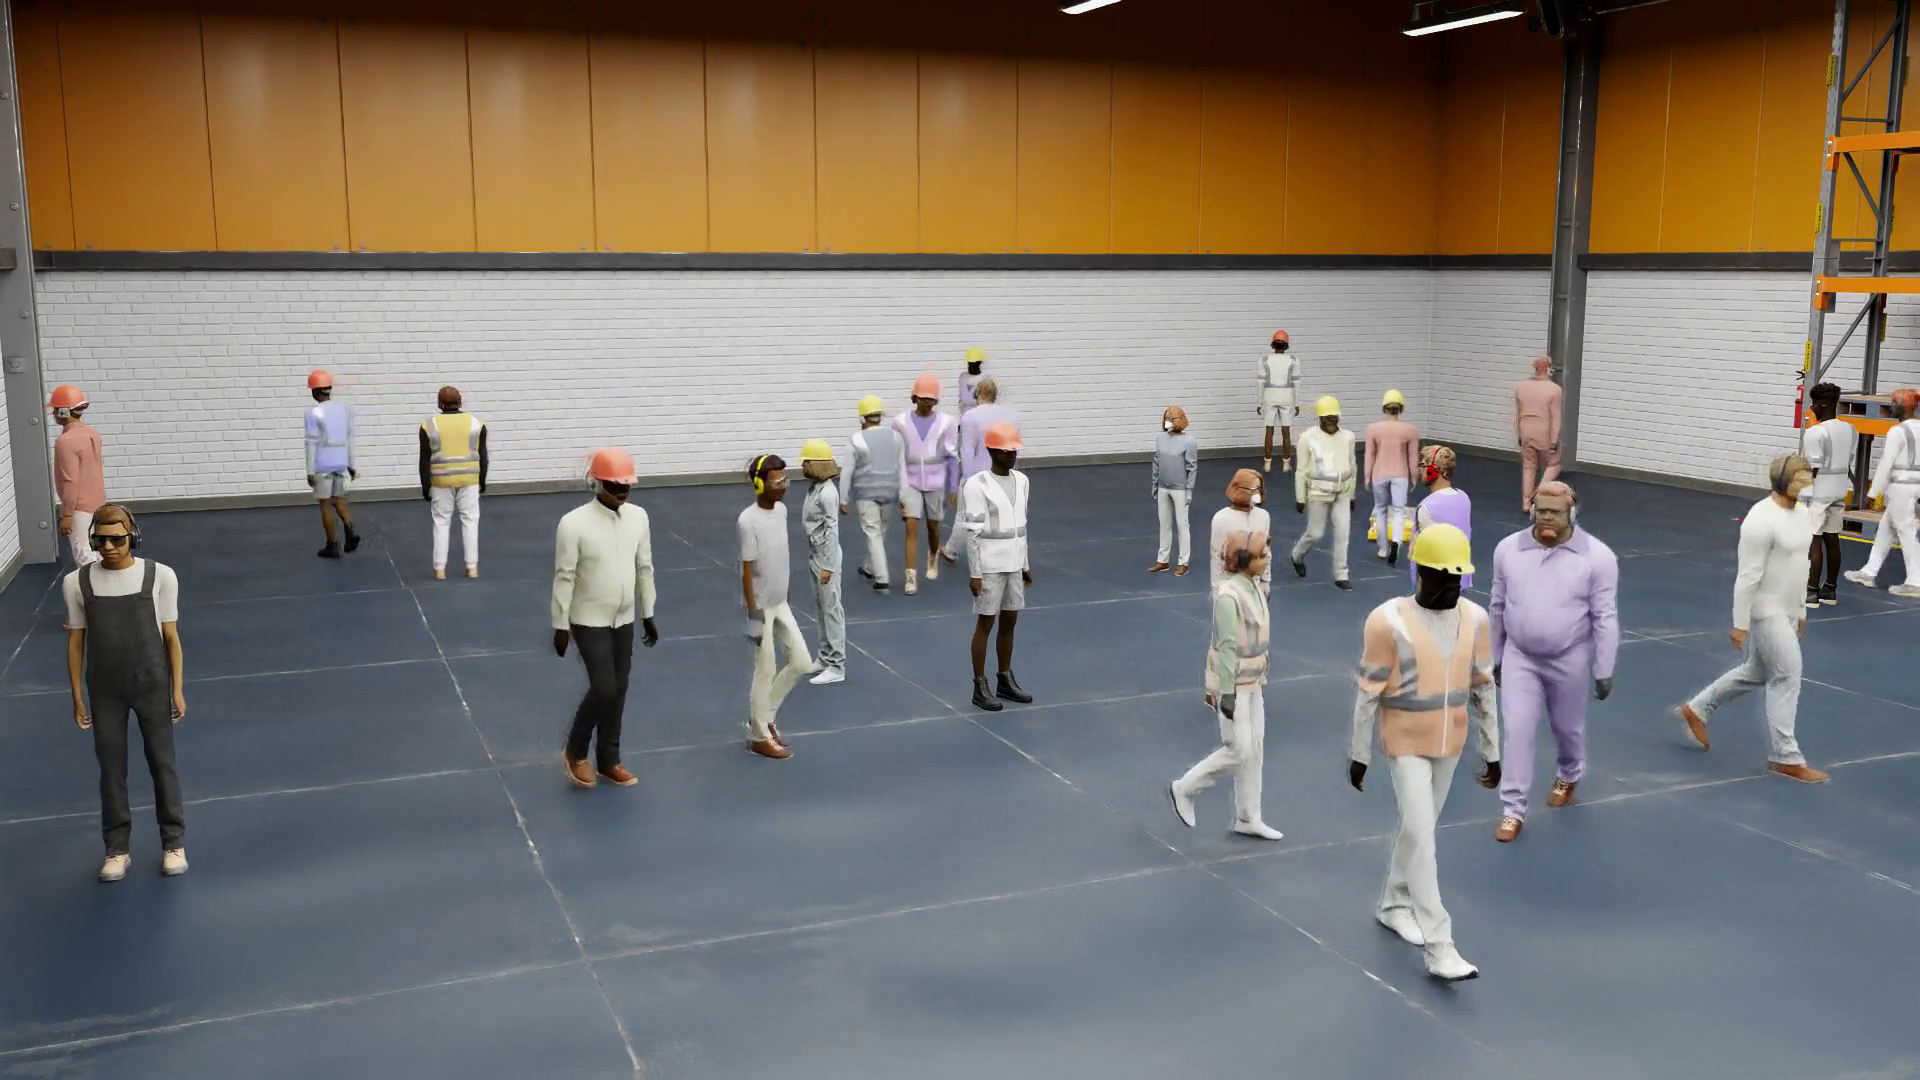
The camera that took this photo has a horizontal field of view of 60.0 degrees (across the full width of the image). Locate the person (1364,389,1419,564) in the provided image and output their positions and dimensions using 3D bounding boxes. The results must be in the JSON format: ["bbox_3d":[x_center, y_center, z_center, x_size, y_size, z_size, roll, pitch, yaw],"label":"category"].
[{"bbox_3d":[4.291,-0.632,16.572,0.526,1.743,0.740,3,10,16],"label":"person"}]

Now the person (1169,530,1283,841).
[{"bbox_3d":[1.403,0.745,8.551,0.508,1.622,0.536,5,11,28],"label":"person"}]

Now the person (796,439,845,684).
[{"bbox_3d":[-0.997,0.149,11.837,0.312,1.744,0.487,-3,10,-16],"label":"person"}]

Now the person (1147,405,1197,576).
[{"bbox_3d":[2.042,-0.477,15.964,0.497,1.633,0.285,9,13,44],"label":"person"}]

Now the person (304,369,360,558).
[{"bbox_3d":[-6.380,-0.765,16.836,0.435,1.920,0.574,5,11,29],"label":"person"}]

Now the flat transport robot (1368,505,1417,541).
[{"bbox_3d":[4.882,-0.195,18.373,0.652,0.197,1.431,3,10,17],"label":"flat transport robot"}]

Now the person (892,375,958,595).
[{"bbox_3d":[-0.329,-0.543,15.336,0.629,1.991,1.027,0,9,1],"label":"person"}]

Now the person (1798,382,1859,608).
[{"bbox_3d":[7.483,-0.389,14.443,0.602,1.960,0.368,-5,11,-29],"label":"person"}]

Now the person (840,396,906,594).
[{"bbox_3d":[-0.816,-0.424,15.220,0.608,1.778,0.918,-6,11,-31],"label":"person"}]

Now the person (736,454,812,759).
[{"bbox_3d":[-1.114,0.403,9.965,0.397,1.853,0.560,4,10,24],"label":"person"}]

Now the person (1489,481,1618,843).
[{"bbox_3d":[3.133,0.598,8.791,0.653,1.873,0.922,5,11,30],"label":"person"}]

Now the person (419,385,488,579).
[{"bbox_3d":[-4.786,-0.540,15.738,0.632,1.842,0.430,-4,10,-23],"label":"person"}]

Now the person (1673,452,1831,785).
[{"bbox_3d":[4.679,0.415,9.767,0.639,1.907,0.924,-8,12,-40],"label":"person"}]

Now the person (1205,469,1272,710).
[{"bbox_3d":[1.874,0.328,11.122,0.506,1.628,0.287,-6,11,-31],"label":"person"}]

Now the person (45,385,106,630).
[{"bbox_3d":[-7.191,-0.265,13.585,0.391,1.995,0.613,-1,9,-4],"label":"person"}]

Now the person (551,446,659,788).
[{"bbox_3d":[-1.972,0.447,9.357,0.477,1.971,0.621,7,11,35],"label":"person"}]

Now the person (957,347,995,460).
[{"bbox_3d":[0.187,-1.561,21.711,0.601,1.907,0.442,7,12,37],"label":"person"}]

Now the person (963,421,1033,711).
[{"bbox_3d":[0.281,0.166,11.149,0.552,1.937,0.356,-9,13,-43],"label":"person"}]

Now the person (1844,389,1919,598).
[{"bbox_3d":[8.394,-0.439,15.041,0.595,1.850,0.877,-7,11,-35],"label":"person"}]

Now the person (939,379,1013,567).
[{"bbox_3d":[0.195,-0.619,16.117,0.676,1.867,0.996,-8,12,-38],"label":"person"}]

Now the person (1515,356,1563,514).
[{"bbox_3d":[6.898,-1.235,19.780,0.436,1.895,0.649,-7,12,-38],"label":"person"}]

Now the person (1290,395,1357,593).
[{"bbox_3d":[3.341,-0.447,15.288,0.606,1.803,0.741,-3,10,-17],"label":"person"}]

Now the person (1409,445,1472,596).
[{"bbox_3d":[3.014,0.324,10.468,0.374,1.843,0.574,8,12,39],"label":"person"}]

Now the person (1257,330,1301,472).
[{"bbox_3d":[4.566,-1.985,23.860,0.615,2.042,0.372,2,10,10],"label":"person"}]

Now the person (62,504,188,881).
[{"bbox_3d":[-4.019,0.731,8.034,0.505,1.841,0.332,-3,10,-20],"label":"person"}]

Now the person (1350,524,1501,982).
[{"bbox_3d":[2.023,0.879,6.981,0.615,1.887,0.876,-4,10,-20],"label":"person"}]
